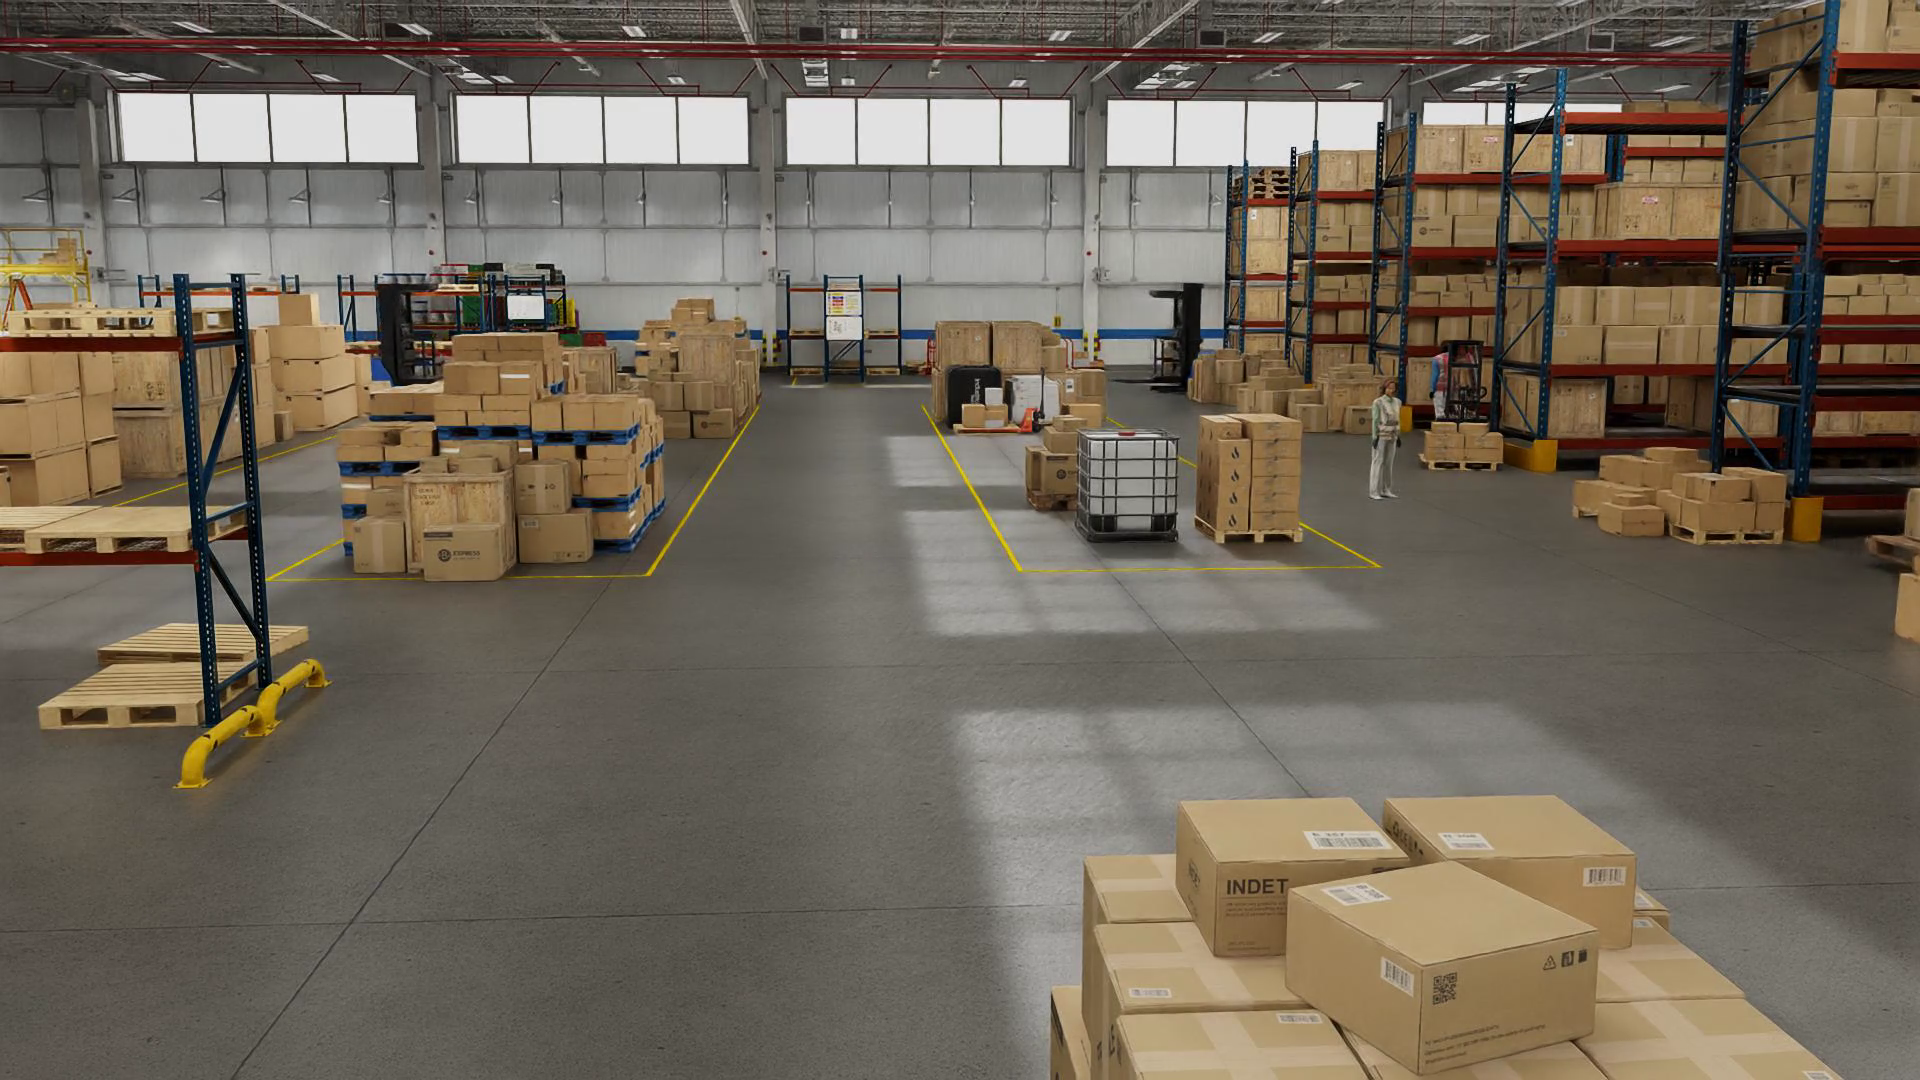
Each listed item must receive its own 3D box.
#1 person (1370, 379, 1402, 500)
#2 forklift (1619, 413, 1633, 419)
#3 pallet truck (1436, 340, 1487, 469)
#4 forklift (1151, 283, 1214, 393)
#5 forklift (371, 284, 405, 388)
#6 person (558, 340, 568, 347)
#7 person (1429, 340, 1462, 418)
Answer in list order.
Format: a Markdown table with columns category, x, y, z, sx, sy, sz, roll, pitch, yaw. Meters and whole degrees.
| category | x | y | z | sx | sy | sz | roll | pitch | yaw |
| --- | --- | --- | --- | --- | --- | --- | --- | --- | --- |
| person | 5.754 | -1.359 | 22.459 | 0.516 | 1.636 | 0.314 | -5 | 11 | -31 |
| forklift | 13.358 | -4.014 | 35.233 | 1.129 | 2.768 | 1.873 | -1 | 9 | -4 |
| pallet truck | 8.004 | -2.170 | 26.422 | 0.823 | 1.965 | 1.885 | 2 | 9 | 14 |
| forklift | 5.934 | -5.174 | 42.519 | 1.873 | 2.768 | 1.129 | -1 | 9 | -4 |
| forklift | -13.247 | -4.567 | 38.707 | 1.873 | 2.768 | 1.129 | -1 | 9 | -4 |
| person | -8.736 | -3.623 | 36.799 | 0.544 | 1.586 | 0.866 | 3 | 9 | 15 |
| person | 8.931 | -2.769 | 30.671 | 0.633 | 1.841 | 0.429 | -3 | 10 | -18 |
